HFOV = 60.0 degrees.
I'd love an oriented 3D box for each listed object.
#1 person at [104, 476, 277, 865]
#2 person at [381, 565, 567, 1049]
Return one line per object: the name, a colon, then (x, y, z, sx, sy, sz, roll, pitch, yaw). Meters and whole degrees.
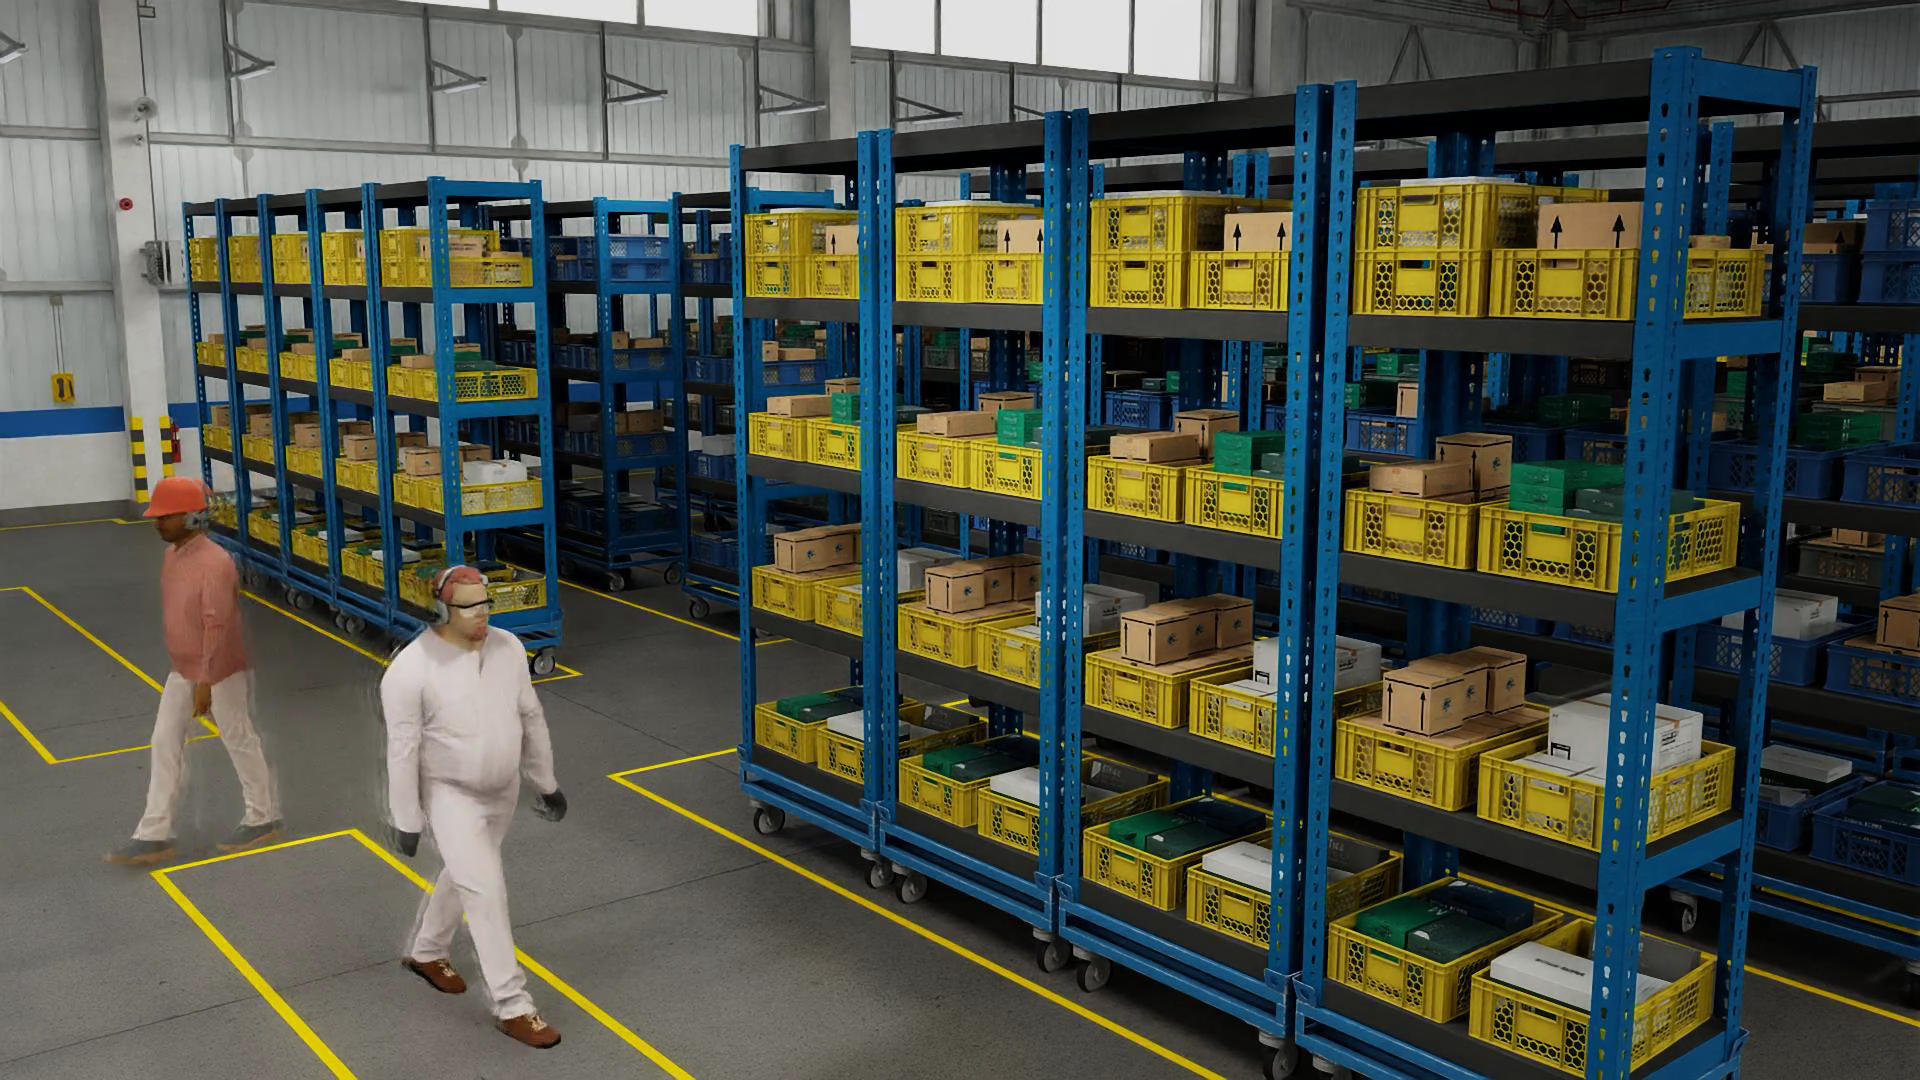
person: (-3.888, 0.667, 8.315, 0.625, 1.952, 0.924, 6, 11, 34)
person: (-1.948, 1.004, 6.630, 0.990, 1.860, 0.654, 6, 11, 31)
